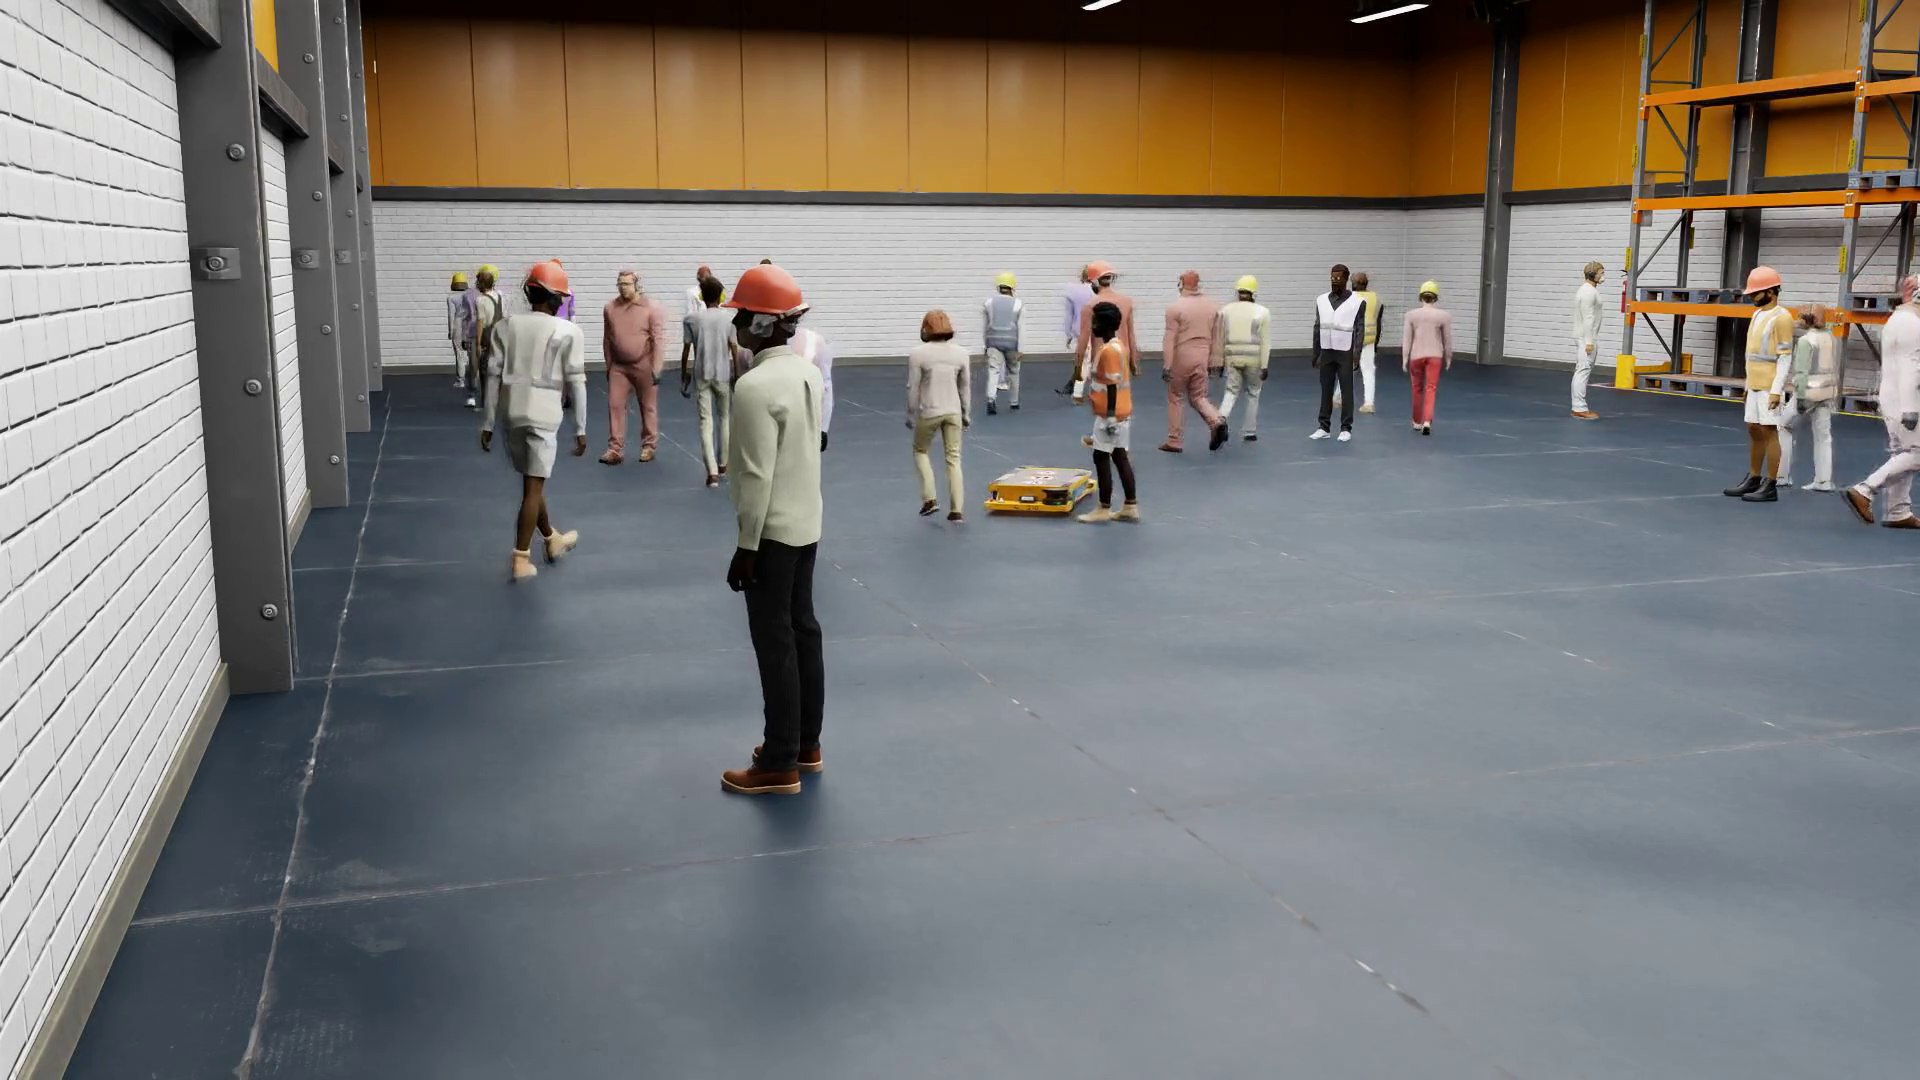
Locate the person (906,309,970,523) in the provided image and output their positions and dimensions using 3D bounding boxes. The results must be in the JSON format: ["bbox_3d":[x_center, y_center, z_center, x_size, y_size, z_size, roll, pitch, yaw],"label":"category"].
[{"bbox_3d":[-0.167,-0.939,12.639,0.519,1.617,0.440,-4,11,-22],"label":"person"}]

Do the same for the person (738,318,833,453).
[{"bbox_3d":[-1.139,-0.708,10.815,0.624,1.792,0.945,0,10,-2],"label":"person"}]

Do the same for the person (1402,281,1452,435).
[{"bbox_3d":[5.288,-2.065,18.850,0.539,1.725,0.888,3,10,16],"label":"person"}]

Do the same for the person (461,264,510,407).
[{"bbox_3d":[-6.266,-2.692,22.004,0.634,1.886,0.543,-3,10,-16],"label":"person"}]

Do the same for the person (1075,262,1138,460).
[{"bbox_3d":[1.392,-1.777,16.539,0.629,1.942,0.979,-6,12,-33],"label":"person"}]

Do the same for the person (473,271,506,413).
[{"bbox_3d":[-5.907,-2.512,21.176,0.674,1.824,0.503,4,11,23],"label":"person"}]

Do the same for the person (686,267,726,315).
[{"bbox_3d":[-3.774,-3.149,24.815,0.592,1.831,0.983,-7,12,-34],"label":"person"}]

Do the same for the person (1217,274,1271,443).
[{"bbox_3d":[2.996,-1.909,17.690,0.597,1.817,0.679,5,11,29],"label":"person"}]

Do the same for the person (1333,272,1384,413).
[{"bbox_3d":[5.108,-2.542,21.415,0.648,1.790,0.983,-2,10,-13],"label":"person"}]

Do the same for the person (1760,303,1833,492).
[{"bbox_3d":[7.232,-1.225,14.306,0.527,1.612,0.681,-6,12,-33],"label":"person"}]

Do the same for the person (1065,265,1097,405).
[{"bbox_3d":[1.753,-2.773,22.516,0.645,1.886,1.046,6,11,31],"label":"person"}]

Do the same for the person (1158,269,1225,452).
[{"bbox_3d":[2.371,-1.806,16.921,0.660,1.881,0.694,-6,11,-30],"label":"person"}]

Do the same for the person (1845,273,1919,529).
[{"bbox_3d":[6.930,-1.008,12.224,0.515,1.894,0.663,4,11,23],"label":"person"}]

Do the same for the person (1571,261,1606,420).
[{"bbox_3d":[7.734,-2.452,20.476,0.365,1.939,0.636,3,10,17],"label":"person"}]

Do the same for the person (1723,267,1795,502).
[{"bbox_3d":[6.592,-1.273,13.689,0.391,1.925,0.547,0,10,0],"label":"person"}]

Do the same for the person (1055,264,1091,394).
[{"bbox_3d":[1.928,-3.022,23.972,1.011,1.887,0.558,3,10,14],"label":"person"}]

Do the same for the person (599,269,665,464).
[{"bbox_3d":[-3.190,-1.655,16.031,0.670,1.870,0.882,2,10,13],"label":"person"}]

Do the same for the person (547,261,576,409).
[{"bbox_3d":[-5.295,-2.665,21.714,0.553,1.934,0.364,-7,12,-34],"label":"person"}]

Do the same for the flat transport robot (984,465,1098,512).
[{"bbox_3d":[0.680,-0.426,13.566,0.652,0.197,1.431,3,10,15],"label":"flat transport robot"}]

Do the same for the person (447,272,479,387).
[{"bbox_3d":[-7.606,-3.204,25.402,0.300,1.742,0.490,9,13,42],"label":"person"}]

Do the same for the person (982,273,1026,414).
[{"bbox_3d":[0.547,-2.498,21.156,0.588,1.799,0.880,2,10,12],"label":"person"}]

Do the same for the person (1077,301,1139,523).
[{"bbox_3d":[1.150,-0.951,12.546,0.447,1.680,0.544,2,10,10],"label":"person"}]

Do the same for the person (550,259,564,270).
[{"bbox_3d":[-6.709,-3.684,27.609,0.552,1.935,0.360,6,12,32],"label":"person"}]

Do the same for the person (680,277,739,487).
[{"bbox_3d":[-2.223,-1.418,14.814,0.541,1.821,0.959,-1,10,-8],"label":"person"}]

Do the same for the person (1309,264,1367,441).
[{"bbox_3d":[4.132,-2.046,18.180,0.592,1.919,0.392,7,12,37],"label":"person"}]

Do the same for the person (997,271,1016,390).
[{"bbox_3d":[0.672,-3.115,24.818,0.311,1.767,0.525,-1,10,-7],"label":"person"}]

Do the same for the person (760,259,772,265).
[{"bbox_3d":[-3.366,-3.902,28.865,0.634,1.937,0.355,2,10,14],"label":"person"}]

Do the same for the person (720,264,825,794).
[{"bbox_3d":[-0.705,-0.036,6.319,0.374,1.997,0.613,3,10,16],"label":"person"}]

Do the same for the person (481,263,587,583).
[{"bbox_3d":[-2.673,-0.761,10.595,0.646,1.969,1.004,2,10,14],"label":"person"}]
